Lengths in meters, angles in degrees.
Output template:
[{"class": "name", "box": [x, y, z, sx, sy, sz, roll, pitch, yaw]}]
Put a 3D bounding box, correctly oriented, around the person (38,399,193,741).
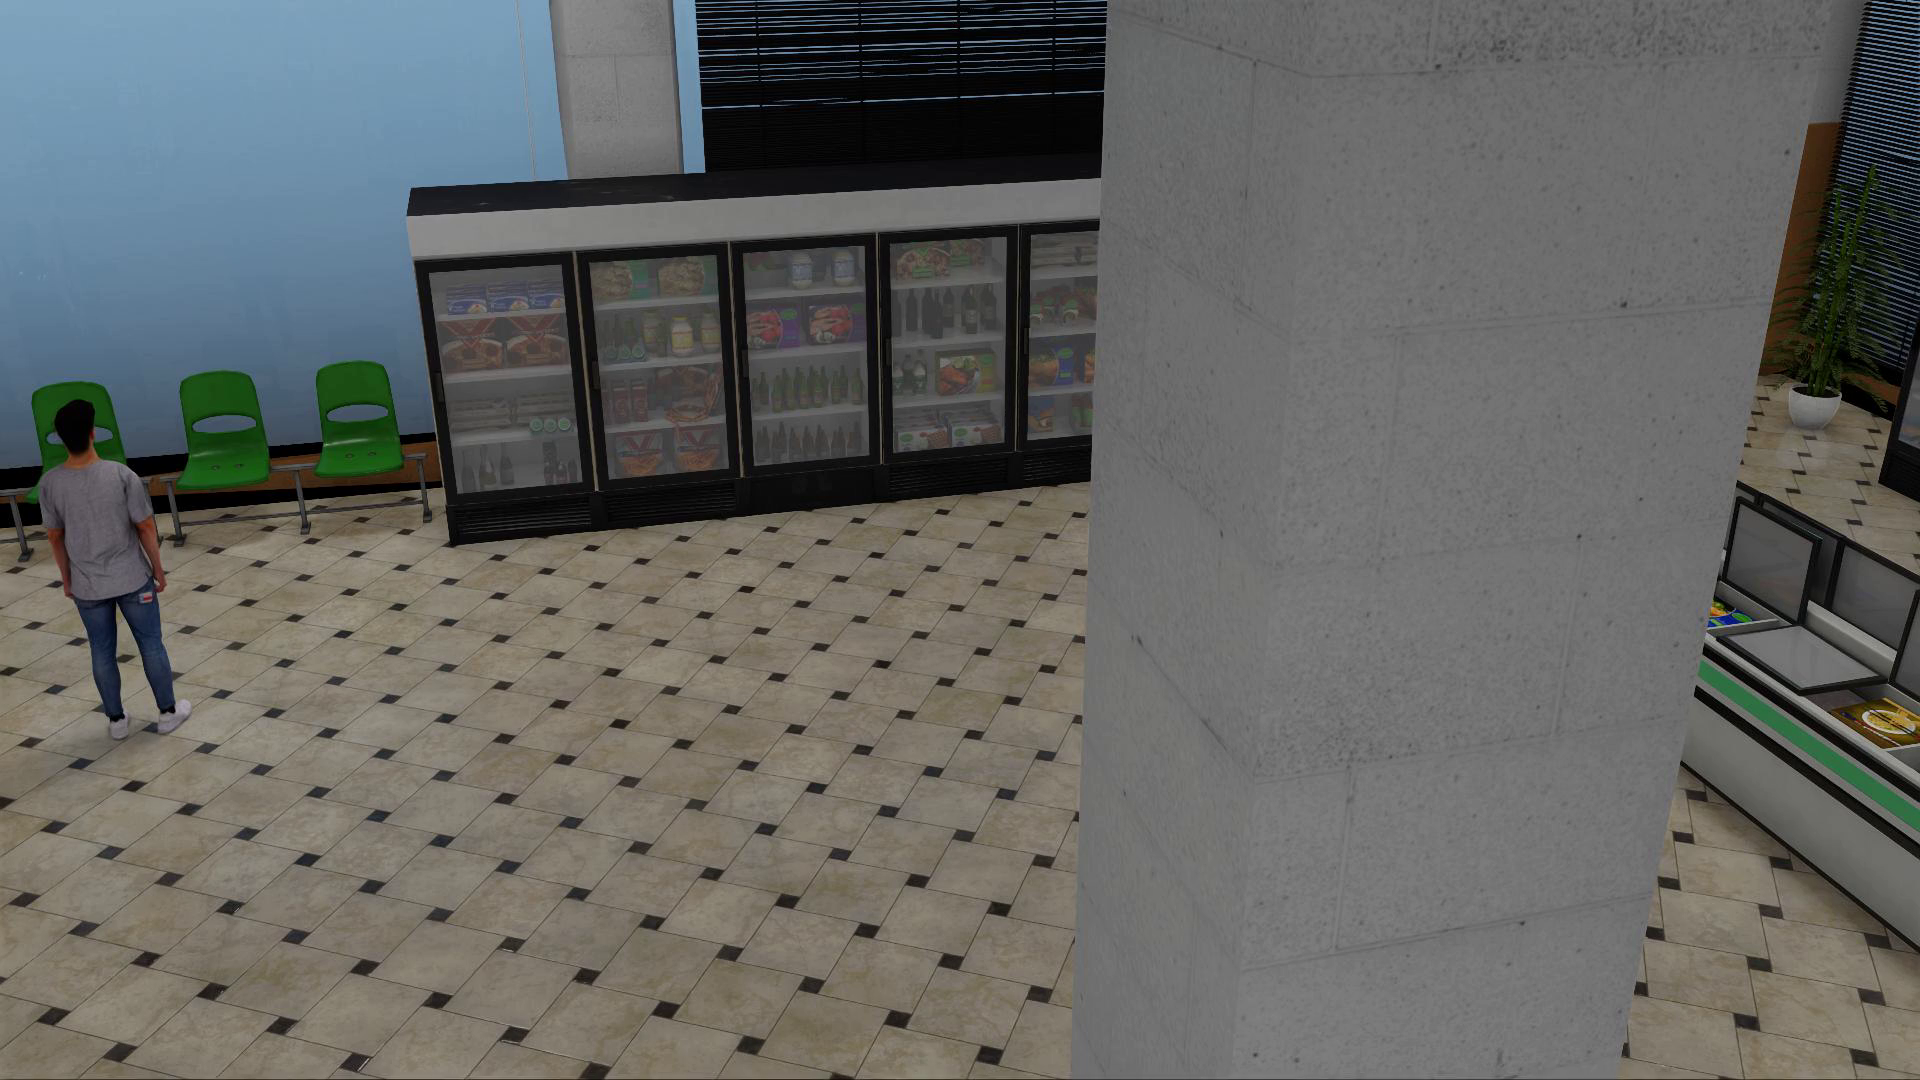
[{"class": "person", "box": [-4.536, 0.170, 8.862, 0.666, 1.886, 0.532, -6, 24, -14]}]
